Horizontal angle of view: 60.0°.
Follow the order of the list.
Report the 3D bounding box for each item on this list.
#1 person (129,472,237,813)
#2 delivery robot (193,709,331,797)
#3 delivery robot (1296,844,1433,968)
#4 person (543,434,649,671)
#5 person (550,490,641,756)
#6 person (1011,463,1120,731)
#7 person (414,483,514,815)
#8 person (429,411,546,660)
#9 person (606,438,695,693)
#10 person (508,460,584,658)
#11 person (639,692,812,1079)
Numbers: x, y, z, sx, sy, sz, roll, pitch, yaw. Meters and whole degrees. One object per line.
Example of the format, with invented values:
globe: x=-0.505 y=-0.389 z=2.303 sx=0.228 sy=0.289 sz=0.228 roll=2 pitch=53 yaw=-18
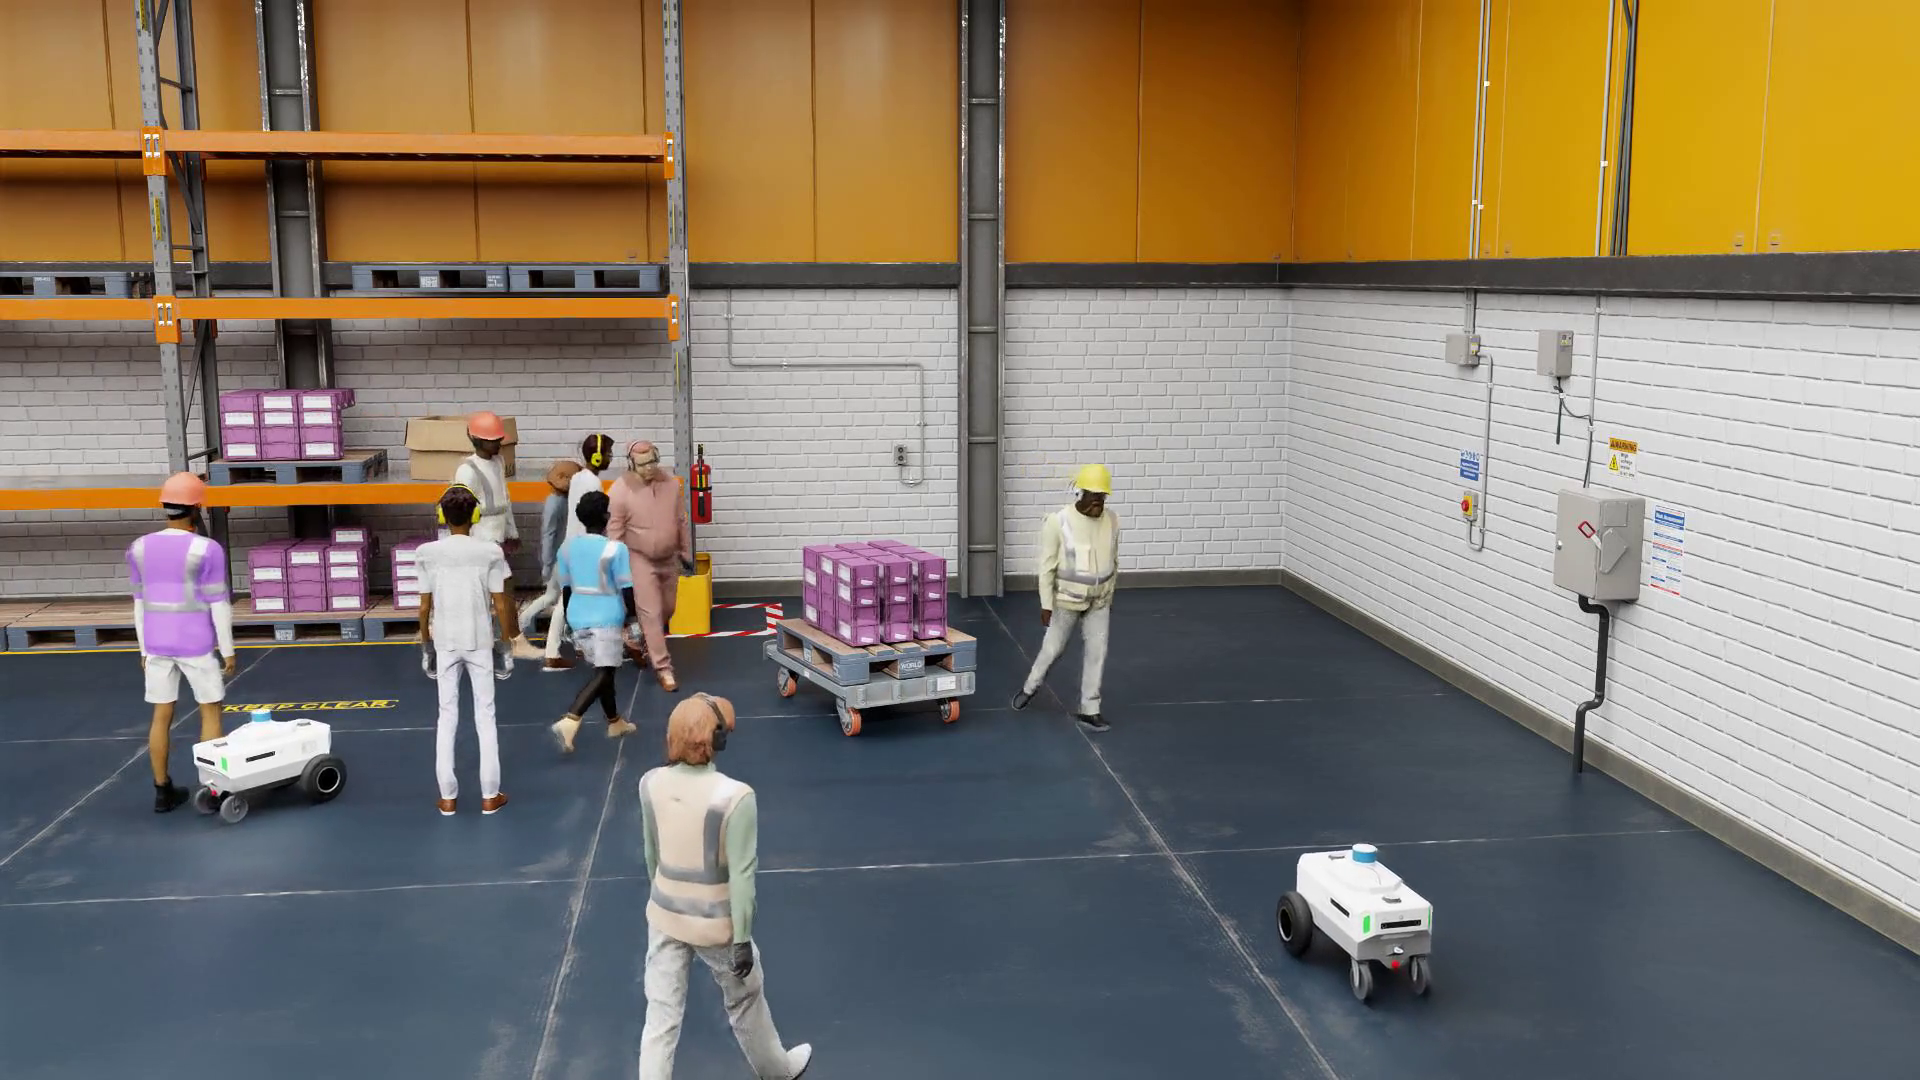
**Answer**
person: x=-4.359 y=0.581 z=9.398 sx=0.549 sy=1.920 sz=0.449 roll=1 pitch=9 yaw=8
delivery robot: x=-3.955 y=1.203 z=9.443 sx=0.477 sy=0.478 sz=0.707 roll=7 pitch=11 yaw=35
delivery robot: x=1.743 y=1.562 z=7.203 sx=0.477 sy=0.478 sz=0.707 roll=-2 pitch=9 yaw=-13
person: x=-2.812 y=0.091 z=12.758 sx=0.959 sy=1.807 sz=0.676 roll=-6 pitch=11 yaw=-35
person: x=-2.336 y=0.518 z=10.535 sx=0.546 sy=1.667 sz=0.813 roll=5 pitch=10 yaw=26
person: x=0.744 y=0.360 z=11.164 sx=0.617 sy=1.799 sz=0.741 roll=-4 pitch=10 yaw=-25
person: x=-2.773 y=0.615 z=9.345 sx=0.511 sy=1.863 sz=0.332 roll=-1 pitch=9 yaw=-6
person: x=-3.773 y=-0.029 z=13.002 sx=1.018 sy=1.986 sz=0.649 roll=1 pitch=9 yaw=3
person: x=-2.337 y=0.158 z=12.224 sx=0.791 sy=1.862 sz=0.703 roll=8 pitch=12 yaw=42
person: x=-3.214 y=0.153 z=13.043 sx=0.769 sy=1.597 sz=0.557 roll=0 pitch=9 yaw=0
person: x=-0.871 y=1.311 z=5.808 sx=0.546 sy=1.586 sz=0.863 roll=5 pitch=10 yaw=28
